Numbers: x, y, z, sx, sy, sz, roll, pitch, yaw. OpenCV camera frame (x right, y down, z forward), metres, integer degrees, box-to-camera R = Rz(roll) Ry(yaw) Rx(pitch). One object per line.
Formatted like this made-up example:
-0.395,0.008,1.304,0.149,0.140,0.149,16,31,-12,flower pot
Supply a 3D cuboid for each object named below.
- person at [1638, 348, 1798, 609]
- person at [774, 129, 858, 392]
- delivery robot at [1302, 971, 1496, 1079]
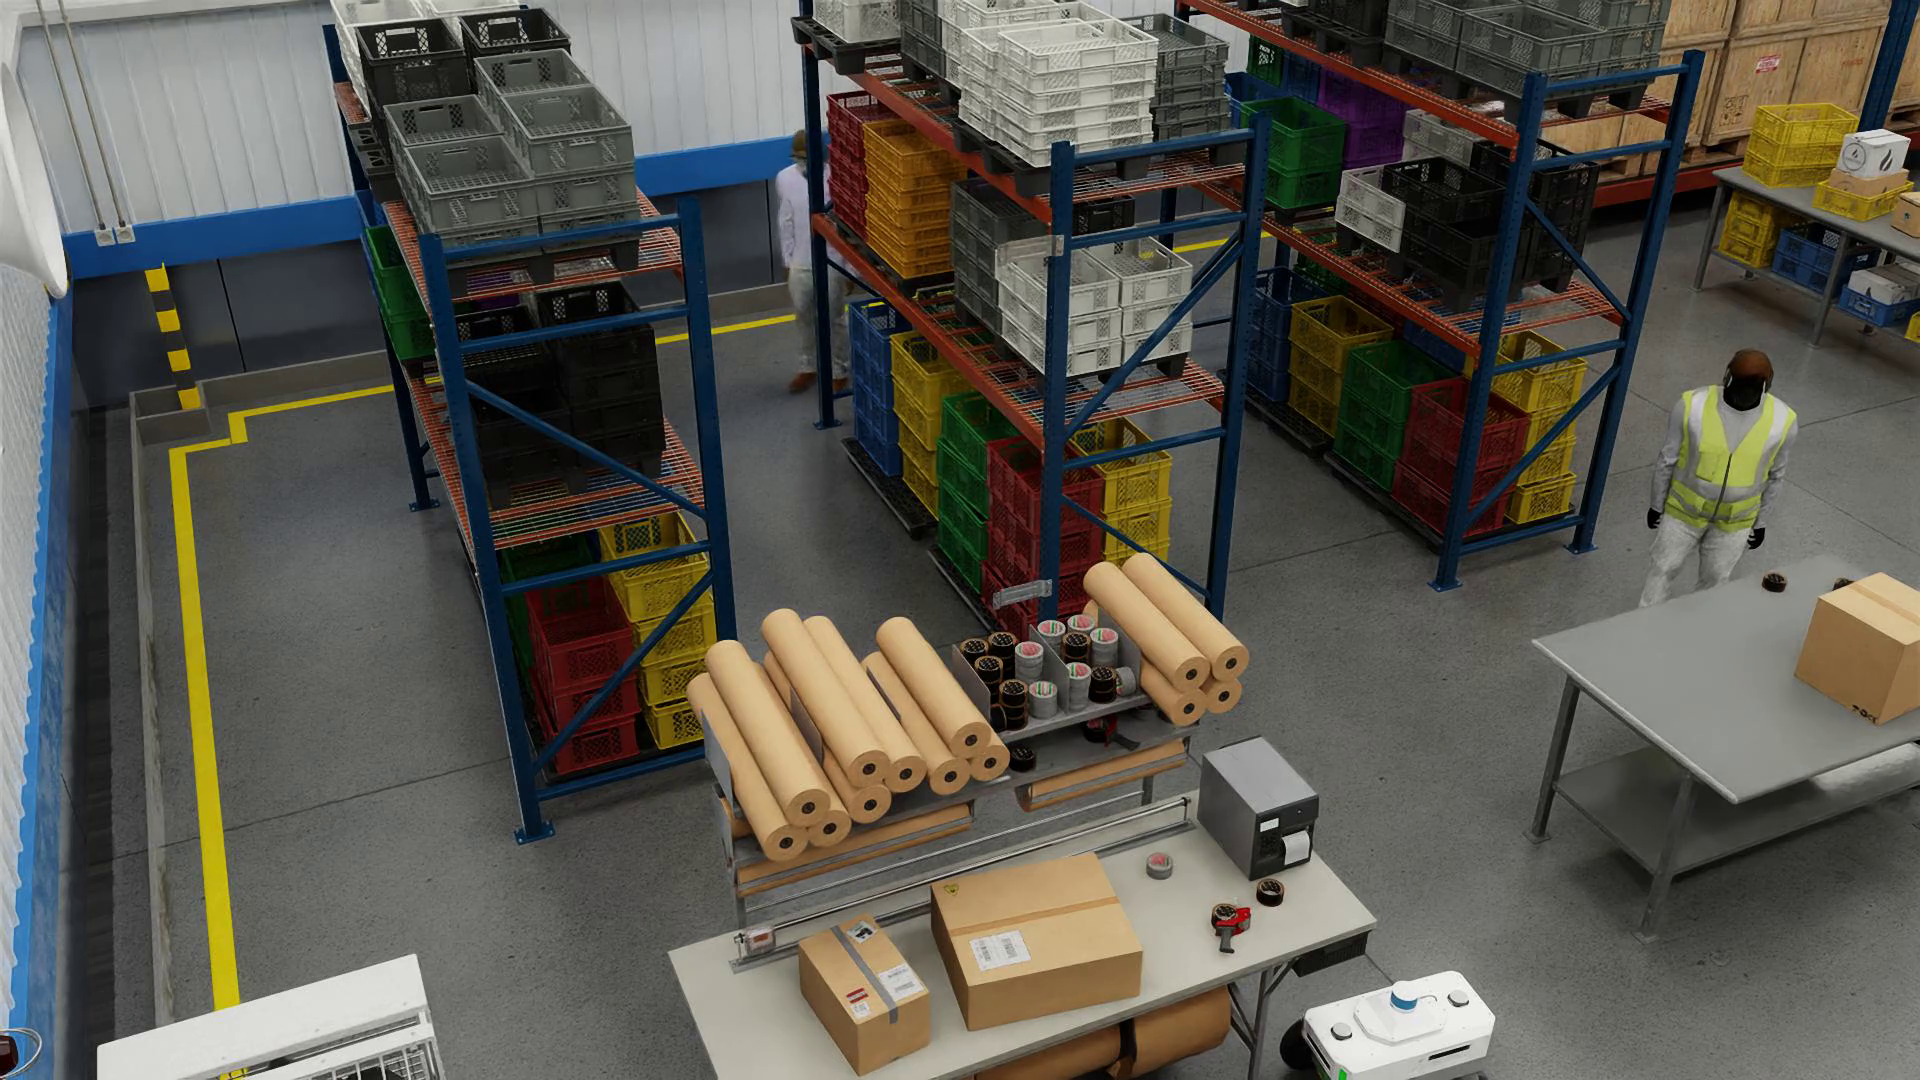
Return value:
3.921,-0.149,8.698,0.627,1.846,0.429,10,33,15,person
-0.982,-1.909,11.482,0.639,1.920,0.403,15,35,23,person
1.702,1.921,6.469,0.707,0.478,0.477,-10,33,-16,delivery robot
